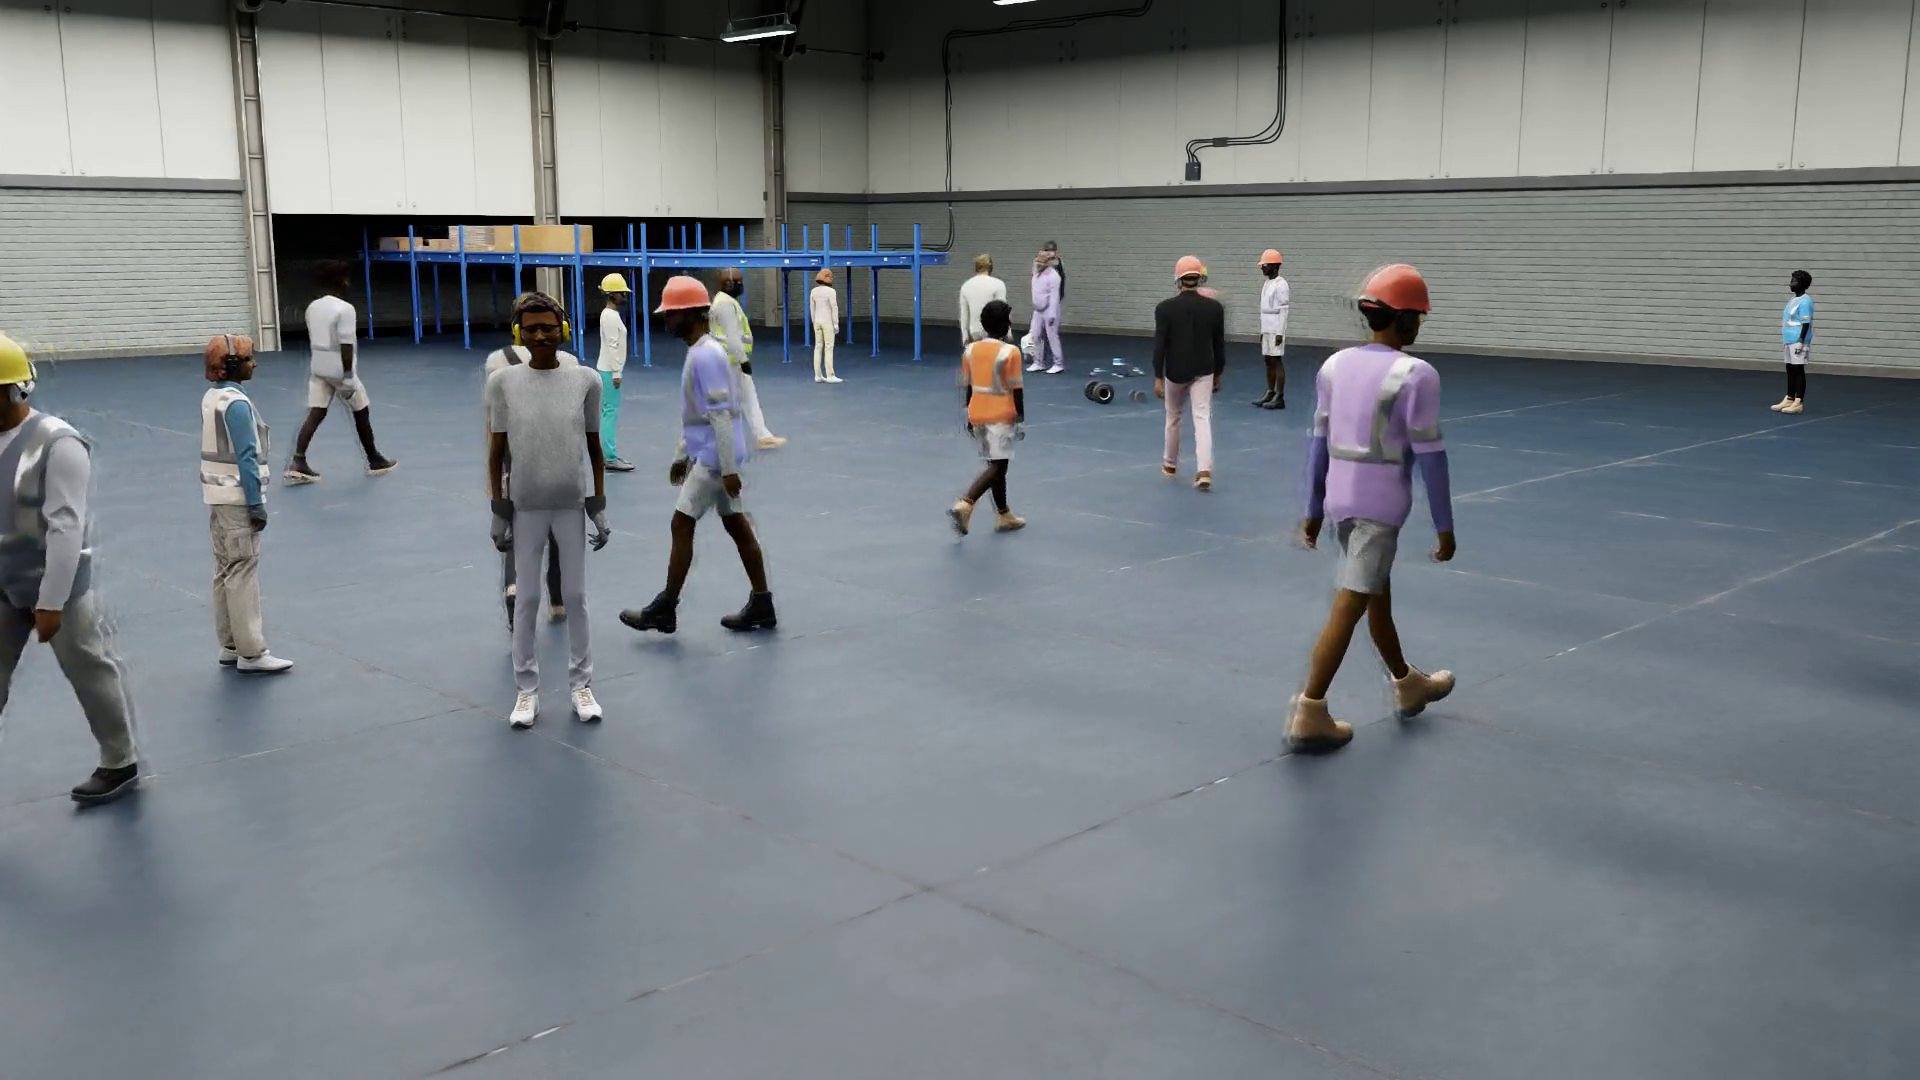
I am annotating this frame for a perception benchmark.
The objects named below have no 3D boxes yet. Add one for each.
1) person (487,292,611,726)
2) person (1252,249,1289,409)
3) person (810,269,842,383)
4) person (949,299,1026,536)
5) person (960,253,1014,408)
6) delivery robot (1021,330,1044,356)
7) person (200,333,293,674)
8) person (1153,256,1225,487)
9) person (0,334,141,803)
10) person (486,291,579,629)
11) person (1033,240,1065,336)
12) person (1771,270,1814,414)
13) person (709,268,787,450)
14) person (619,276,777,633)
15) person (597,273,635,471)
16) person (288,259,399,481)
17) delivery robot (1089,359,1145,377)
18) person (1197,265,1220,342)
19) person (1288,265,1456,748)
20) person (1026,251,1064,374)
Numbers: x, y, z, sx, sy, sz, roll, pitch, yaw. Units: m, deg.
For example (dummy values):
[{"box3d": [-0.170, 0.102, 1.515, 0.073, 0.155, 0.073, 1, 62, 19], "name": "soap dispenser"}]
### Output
[{"box3d": [-1.780, -0.133, 7.222, 0.514, 1.872, 0.328, -3, 11, -17], "name": "person"}, {"box3d": [3.815, -2.589, 20.425, 0.376, 1.936, 0.549, -2, 11, -12], "name": "person"}, {"box3d": [-1.944, -3.098, 24.033, 0.499, 1.633, 0.278, 9, 13, 39], "name": "person"}, {"box3d": [0.199, -0.856, 11.712, 0.757, 1.668, 0.536, -9, 14, -42], "name": "person"}, {"box3d": [0.286, -2.491, 20.004, 0.639, 1.906, 0.959, 10, 14, 42], "name": "person"}, {"box3d": [1.207, -3.276, 27.807, 0.477, 0.478, 0.707, 0, 10, -2], "name": "delivery robot"}, {"box3d": [-3.514, -0.179, 8.094, 0.314, 1.642, 0.514, -8, 13, -38], "name": "person"}, {"box3d": [1.959, -1.440, 14.175, 0.639, 1.941, 1.065, 0, 10, -3], "name": "person"}, {"box3d": [-3.361, 0.154, 5.915, 0.597, 1.770, 0.940, 3, 11, 17], "name": "person"}, {"box3d": [-2.272, -0.412, 8.884, 0.509, 1.819, 0.820, -1, 10, -5], "name": "person"}, {"box3d": [1.867, -5.133, 34.134, 0.683, 2.000, 0.580, -5, 11, -24], "name": "person"}, {"box3d": [9.993, -2.370, 19.891, 0.318, 1.697, 0.534, 1, 10, 6], "name": "person"}, {"box3d": [-2.227, -1.765, 16.348, 0.929, 1.802, 0.630, 0, 10, 0], "name": "person"}, {"box3d": [-1.418, -0.437, 8.813, 0.930, 1.887, 0.562, -2, 11, -8], "name": "person"}, {"box3d": [-3.127, -1.525, 15.090, 0.327, 1.769, 0.525, -2, 11, -13], "name": "person"}, {"box3d": [-5.451, -1.480, 14.461, 0.618, 1.907, 1.060, 6, 12, 29], "name": "person"}, {"box3d": [2.004, -2.202, 21.241, 0.698, 0.223, 0.335, -2, 11, -11], "name": "delivery robot"}, {"box3d": [3.189, -2.792, 22.149, 0.525, 1.712, 0.946, 2, 11, 12], "name": "person"}, {"box3d": [1.785, -0.146, 6.984, 1.059, 1.980, 0.632, -6, 12, -28], "name": "person"}, {"box3d": [1.319, -3.475, 25.458, 0.717, 1.866, 0.663, -8, 13, -36], "name": "person"}]
